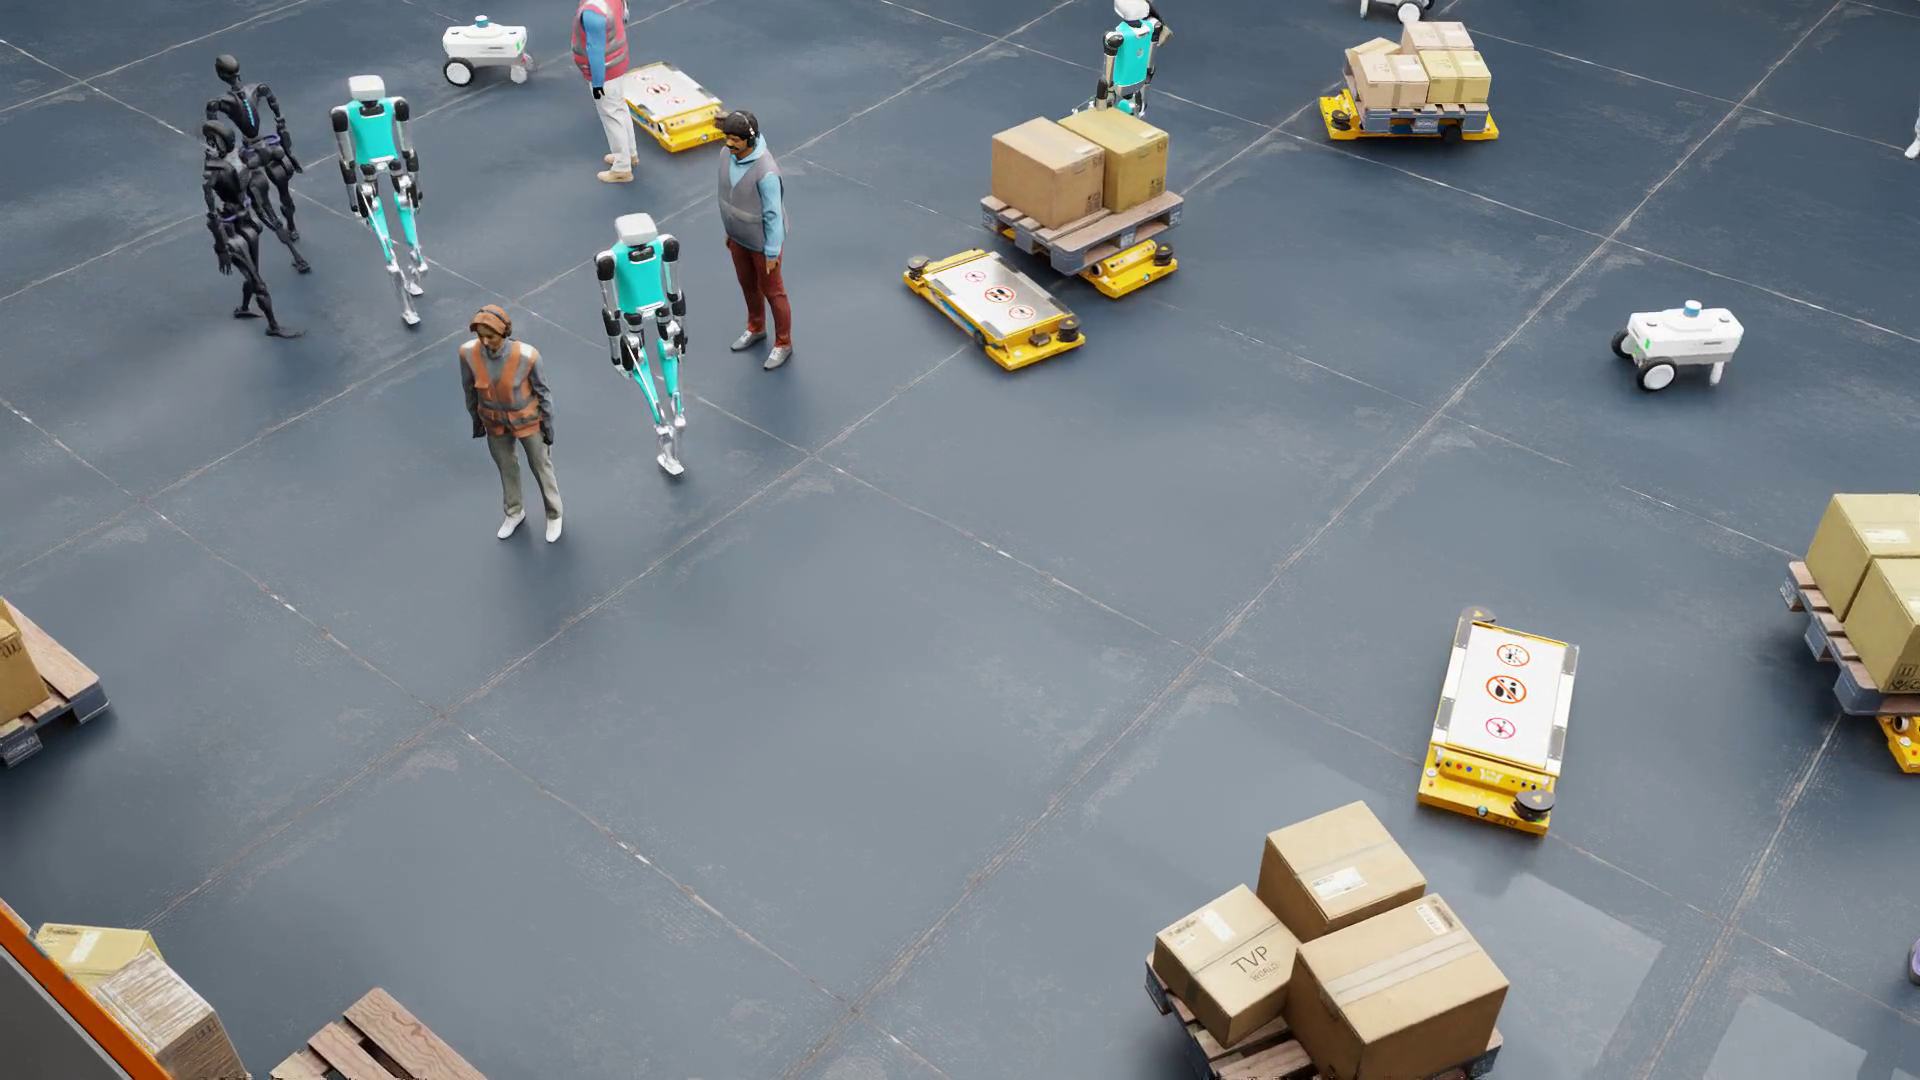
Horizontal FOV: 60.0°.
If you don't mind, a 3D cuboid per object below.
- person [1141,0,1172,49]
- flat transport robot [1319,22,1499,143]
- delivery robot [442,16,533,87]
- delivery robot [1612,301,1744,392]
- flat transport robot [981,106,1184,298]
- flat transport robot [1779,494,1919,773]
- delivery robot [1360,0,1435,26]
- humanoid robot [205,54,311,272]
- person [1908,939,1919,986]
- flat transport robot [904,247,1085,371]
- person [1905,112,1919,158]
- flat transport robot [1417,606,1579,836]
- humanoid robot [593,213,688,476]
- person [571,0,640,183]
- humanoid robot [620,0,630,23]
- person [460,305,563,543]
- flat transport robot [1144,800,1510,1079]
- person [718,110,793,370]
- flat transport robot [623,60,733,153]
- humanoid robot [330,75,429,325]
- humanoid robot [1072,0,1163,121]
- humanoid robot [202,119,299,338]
[{"bbox_3d":[1.695,-5.219,15.125,0.387,1.672,0.581,-15,43,-17],"label":"person"},{"bbox_3d":[3.892,-3.701,14.432,1.431,0.231,0.659,0,40,0],"label":"flat transport robot"},{"bbox_3d":[-4.296,-4.460,15.089,0.759,0.575,0.499,0,40,0],"label":"delivery robot"},{"bbox_3d":[4.943,-1.357,11.462,0.778,0.607,0.525,-4,41,-4],"label":"delivery robot"},{"bbox_3d":[0.936,-2.328,12.817,0.659,0.231,1.431,-29,48,-29],"label":"flat transport robot"},{"bbox_3d":[5.297,0.708,9.245,0.659,0.231,1.431,0,40,0],"label":"flat transport robot"},{"bbox_3d":[4.244,-5.333,16.139,0.777,0.605,0.521,18,44,20],"label":"delivery robot"},{"bbox_3d":[-5.212,-2.816,12.327,0.718,1.635,0.588,32,50,32],"label":"humanoid robot"},{"bbox_3d":[4.623,1.388,7.235,0.563,1.838,0.391,31,49,31],"label":"person"},{"bbox_3d":[0.233,-1.727,12.109,0.659,0.231,1.431,-22,45,-24],"label":"flat transport robot"},{"bbox_3d":[8.142,-3.875,13.508,0.510,1.715,0.465,28,48,29],"label":"person"},{"bbox_3d":[2.923,0.939,8.973,0.659,0.231,1.431,14,42,16],"label":"flat transport robot"},{"bbox_3d":[-1.823,-1.085,10.255,0.540,1.837,0.745,-23,46,-25],"label":"humanoid robot"},{"bbox_3d":[-2.861,-3.772,13.314,0.431,1.835,0.628,0,40,0],"label":"person"},{"bbox_3d":[-3.178,-4.552,14.298,0.709,1.799,0.544,14,42,16],"label":"humanoid robot"},{"bbox_3d":[-2.636,-0.683,9.822,0.522,1.636,0.308,5,41,6],"label":"person"},{"bbox_3d":[1.580,2.249,7.432,0.659,0.231,1.431,-16,43,-18],"label":"flat transport robot"},{"bbox_3d":[-1.376,-2.045,11.250,0.532,1.872,0.414,31,49,31],"label":"person"},{"bbox_3d":[-2.582,-3.821,14.573,0.659,0.231,1.431,-25,46,-26],"label":"flat transport robot"},{"bbox_3d":[-3.965,-2.330,11.704,0.573,1.780,0.890,-21,45,-23],"label":"humanoid robot"},{"bbox_3d":[1.133,-3.437,12.888,0.533,1.672,0.735,-27,47,-28],"label":"humanoid robot"},{"bbox_3d":[-5.040,-2.177,11.589,0.587,1.636,0.611,6,41,7],"label":"humanoid robot"}]
